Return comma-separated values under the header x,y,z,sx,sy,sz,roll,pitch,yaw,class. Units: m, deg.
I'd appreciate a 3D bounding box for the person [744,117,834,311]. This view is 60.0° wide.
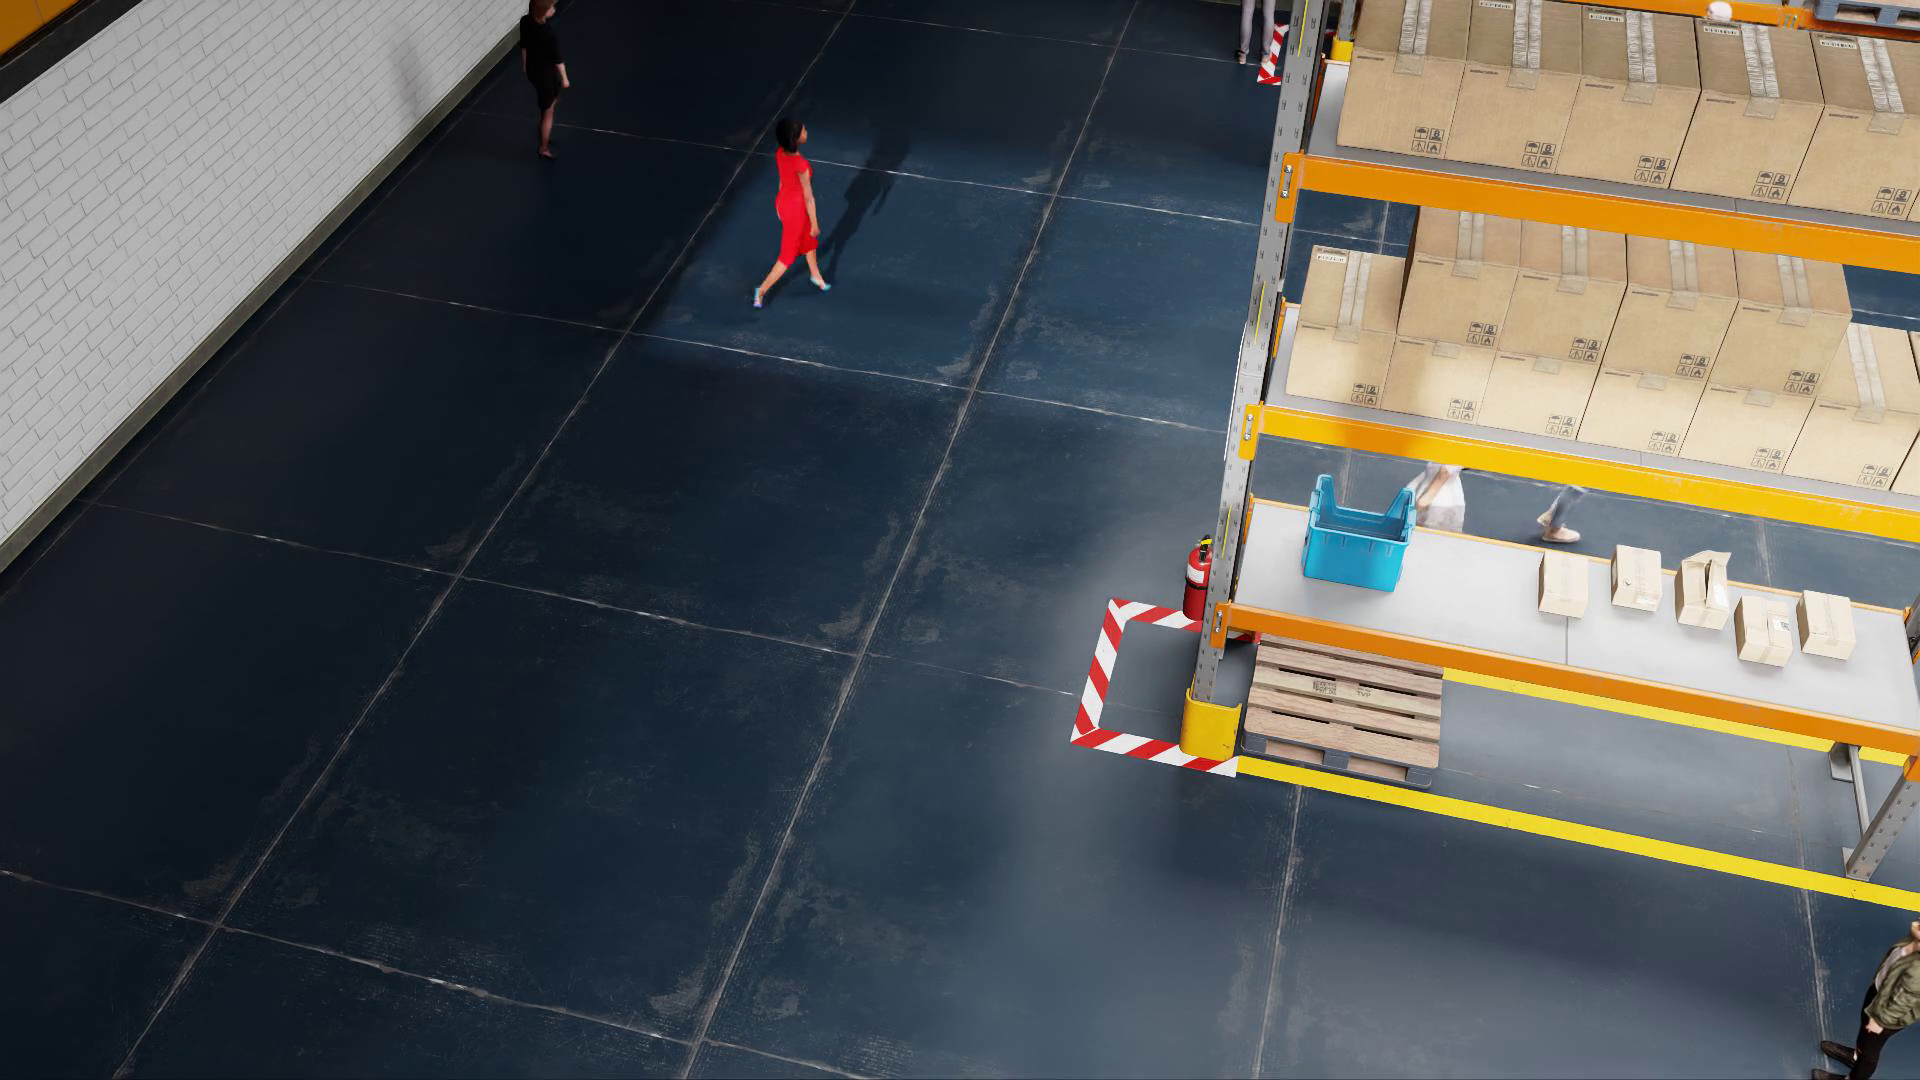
x,y,z,sx,sy,sz,roll,pitch,yaw,class
-1.437,-2.618,13.602,1.090,1.708,1.051,-22,48,-21,person

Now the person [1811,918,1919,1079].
x,y,z,sx,sy,sz,roll,pitch,yaw,class
4.787,2.371,8.534,0.569,1.475,0.613,20,47,20,person

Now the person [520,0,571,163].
x,y,z,sx,sy,sz,roll,pitch,yaw,class
-3.873,-4.249,15.342,0.743,1.670,0.847,22,48,22,person

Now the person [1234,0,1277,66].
x,y,z,sx,sy,sz,roll,pitch,yaw,class
3.030,-5.726,16.699,0.526,1.937,0.726,7,44,7,person
